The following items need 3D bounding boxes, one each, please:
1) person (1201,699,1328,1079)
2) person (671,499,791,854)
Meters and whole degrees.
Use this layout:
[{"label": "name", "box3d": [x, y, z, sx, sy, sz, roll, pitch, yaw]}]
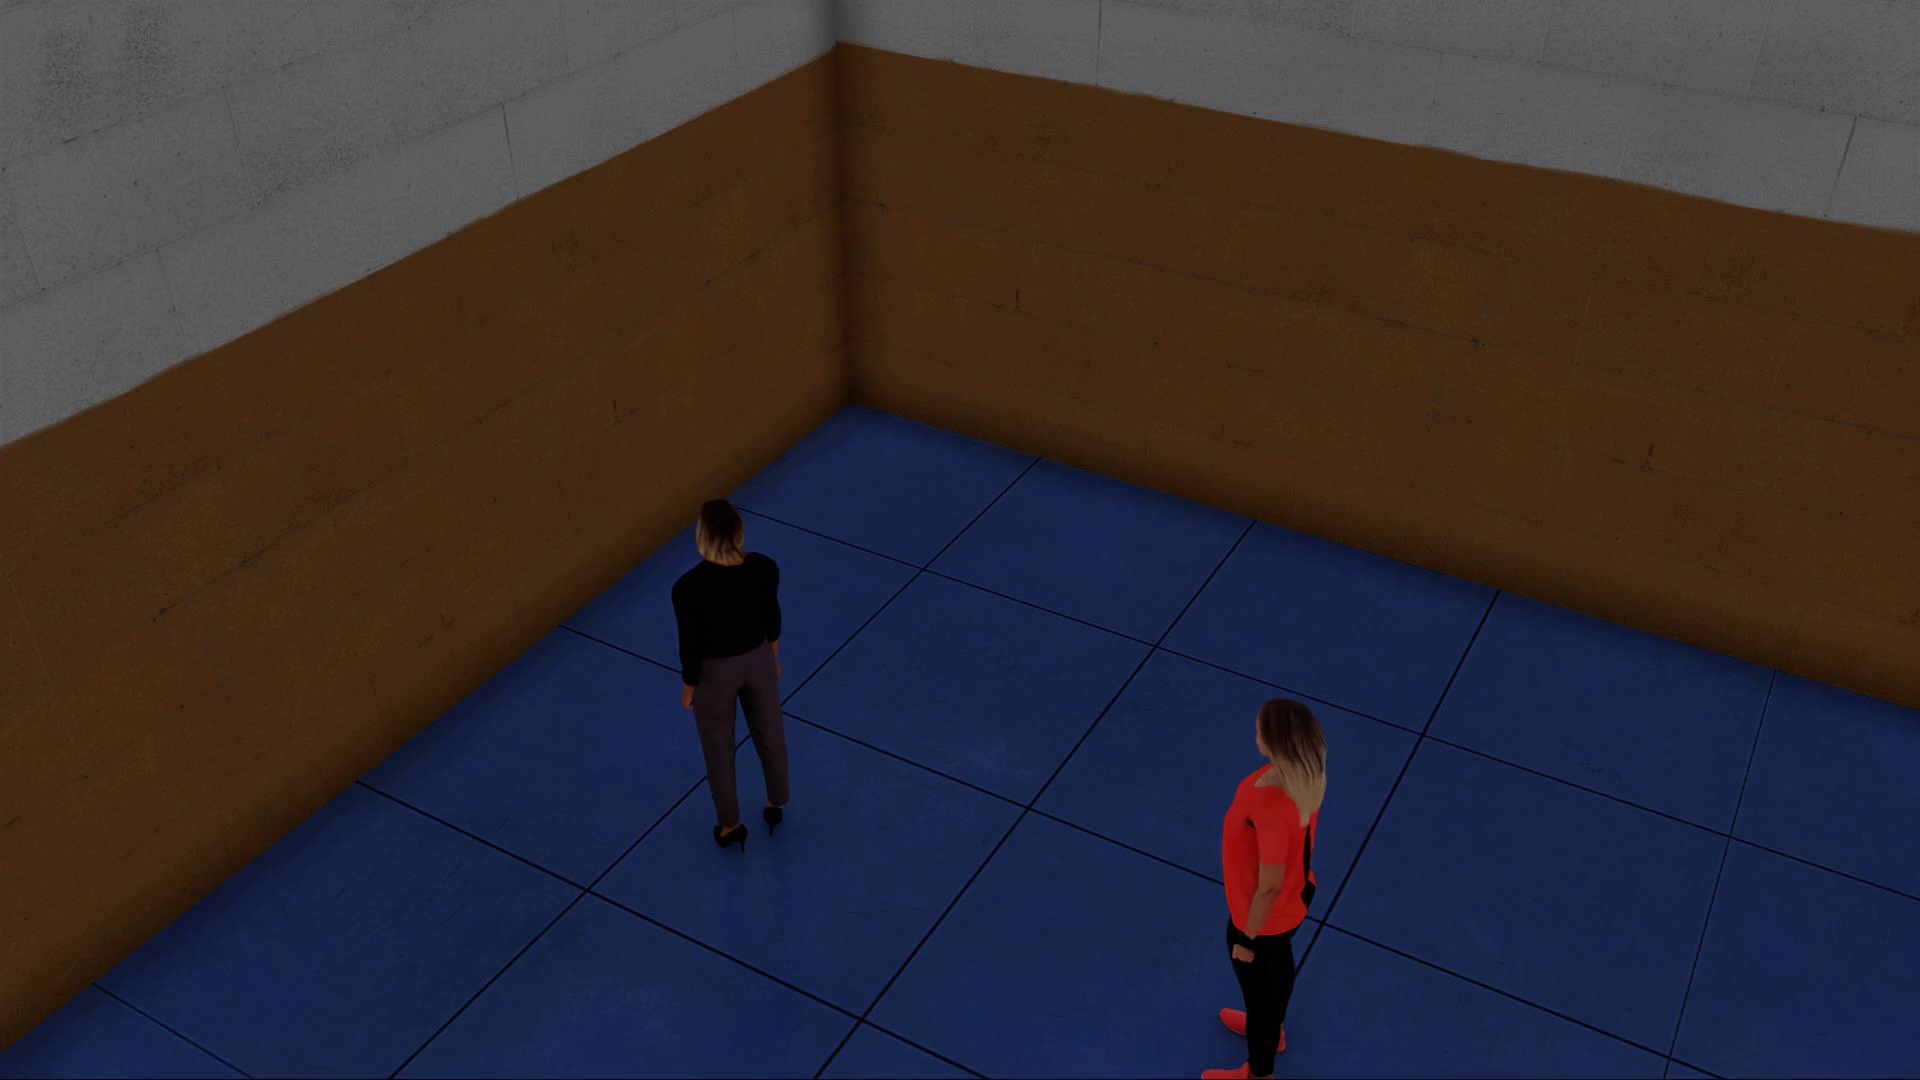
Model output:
[{"label": "person", "box3d": [1.047, 1.217, 5.597, 0.671, 1.693, 0.500, 13, 36, 18]}, {"label": "person", "box3d": [-0.894, 0.557, 6.609, 0.624, 1.672, 0.738, -18, 38, -25]}]
